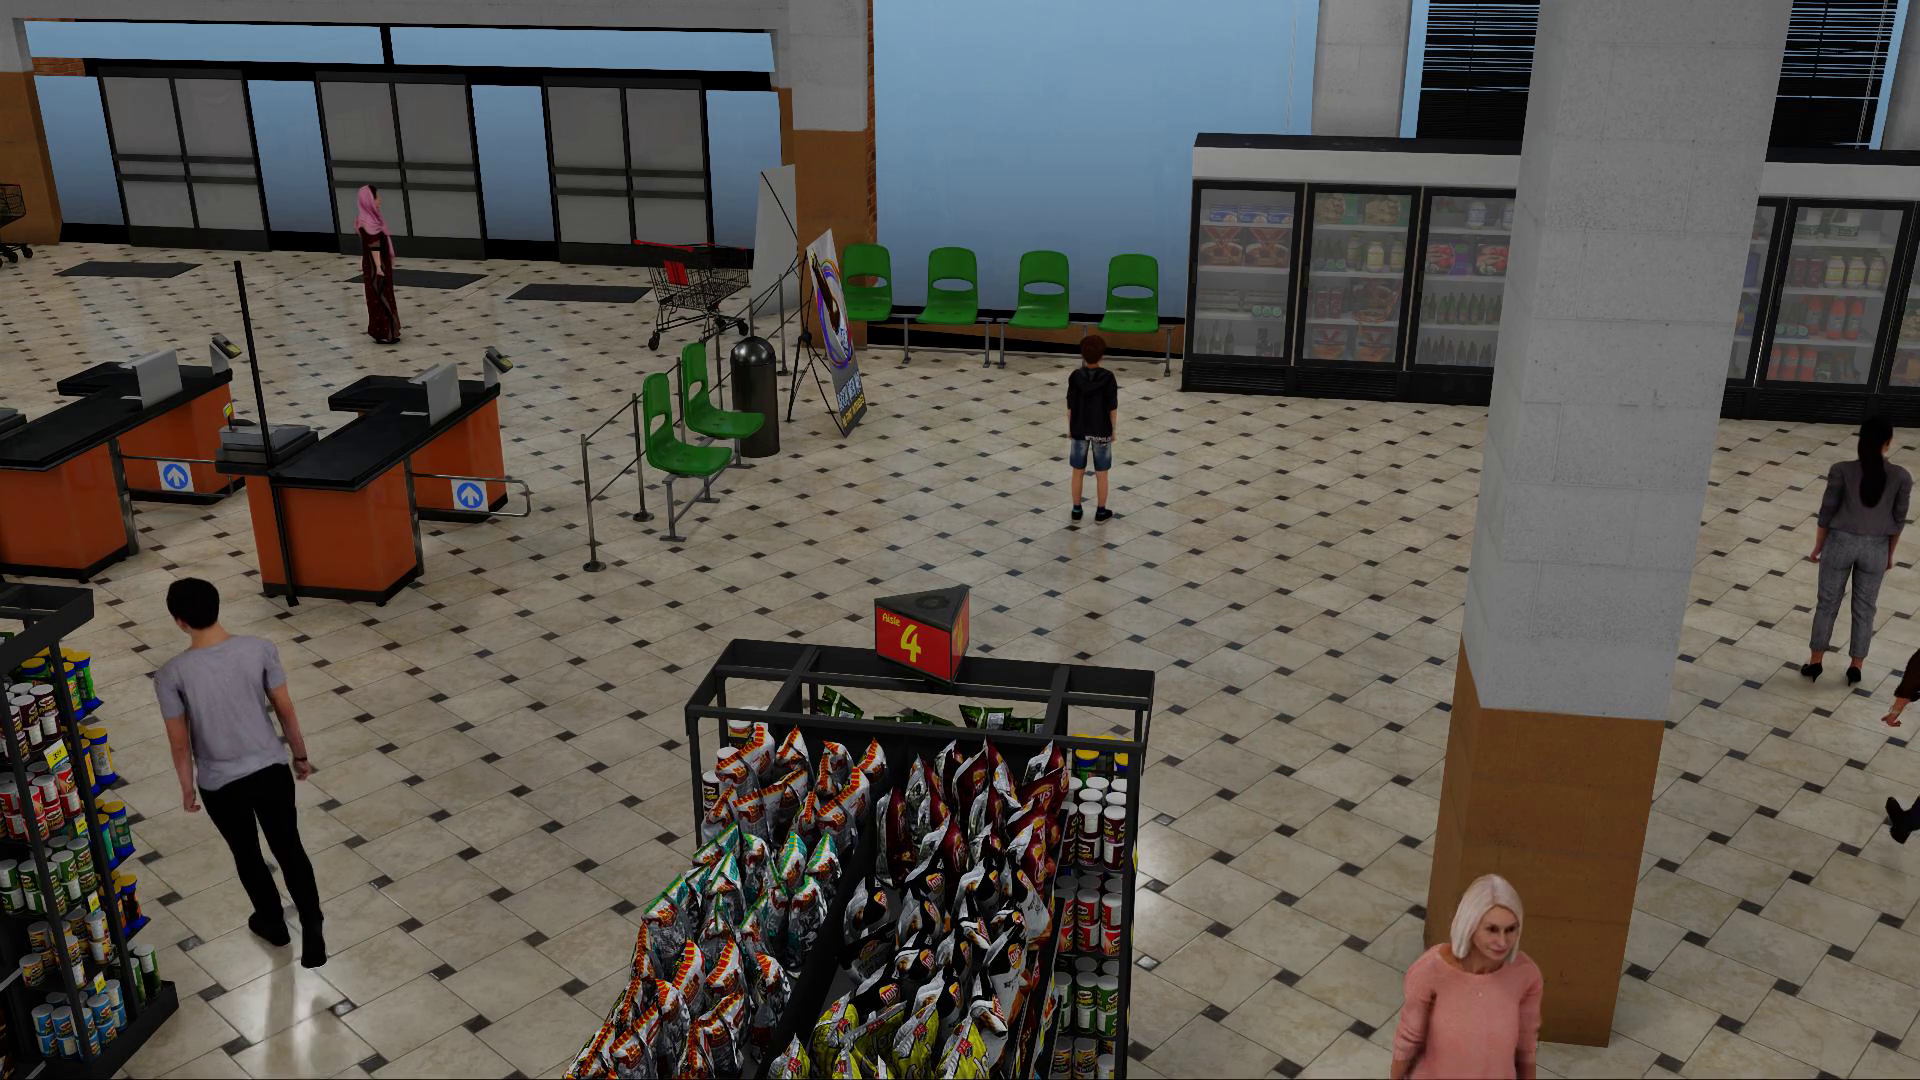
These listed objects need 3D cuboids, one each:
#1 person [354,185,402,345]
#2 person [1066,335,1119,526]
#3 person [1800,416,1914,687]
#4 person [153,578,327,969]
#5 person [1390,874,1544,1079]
[{"bbox_3d":[-6.062,-2.869,17.282,0.813,1.639,0.695,-6,23,-16],"label":"person"},{"bbox_3d":[0.980,-0.831,12.470,0.545,1.446,0.509,5,22,13],"label":"person"},{"bbox_3d":[5.324,0.078,9.897,0.663,1.678,0.642,9,23,21],"label":"person"},{"bbox_3d":[-3.081,1.070,7.217,1.100,1.836,1.168,-11,25,-26],"label":"person"},{"bbox_3d":[1.621,1.815,5.555,0.845,1.691,1.107,-4,22,-9],"label":"person"}]
